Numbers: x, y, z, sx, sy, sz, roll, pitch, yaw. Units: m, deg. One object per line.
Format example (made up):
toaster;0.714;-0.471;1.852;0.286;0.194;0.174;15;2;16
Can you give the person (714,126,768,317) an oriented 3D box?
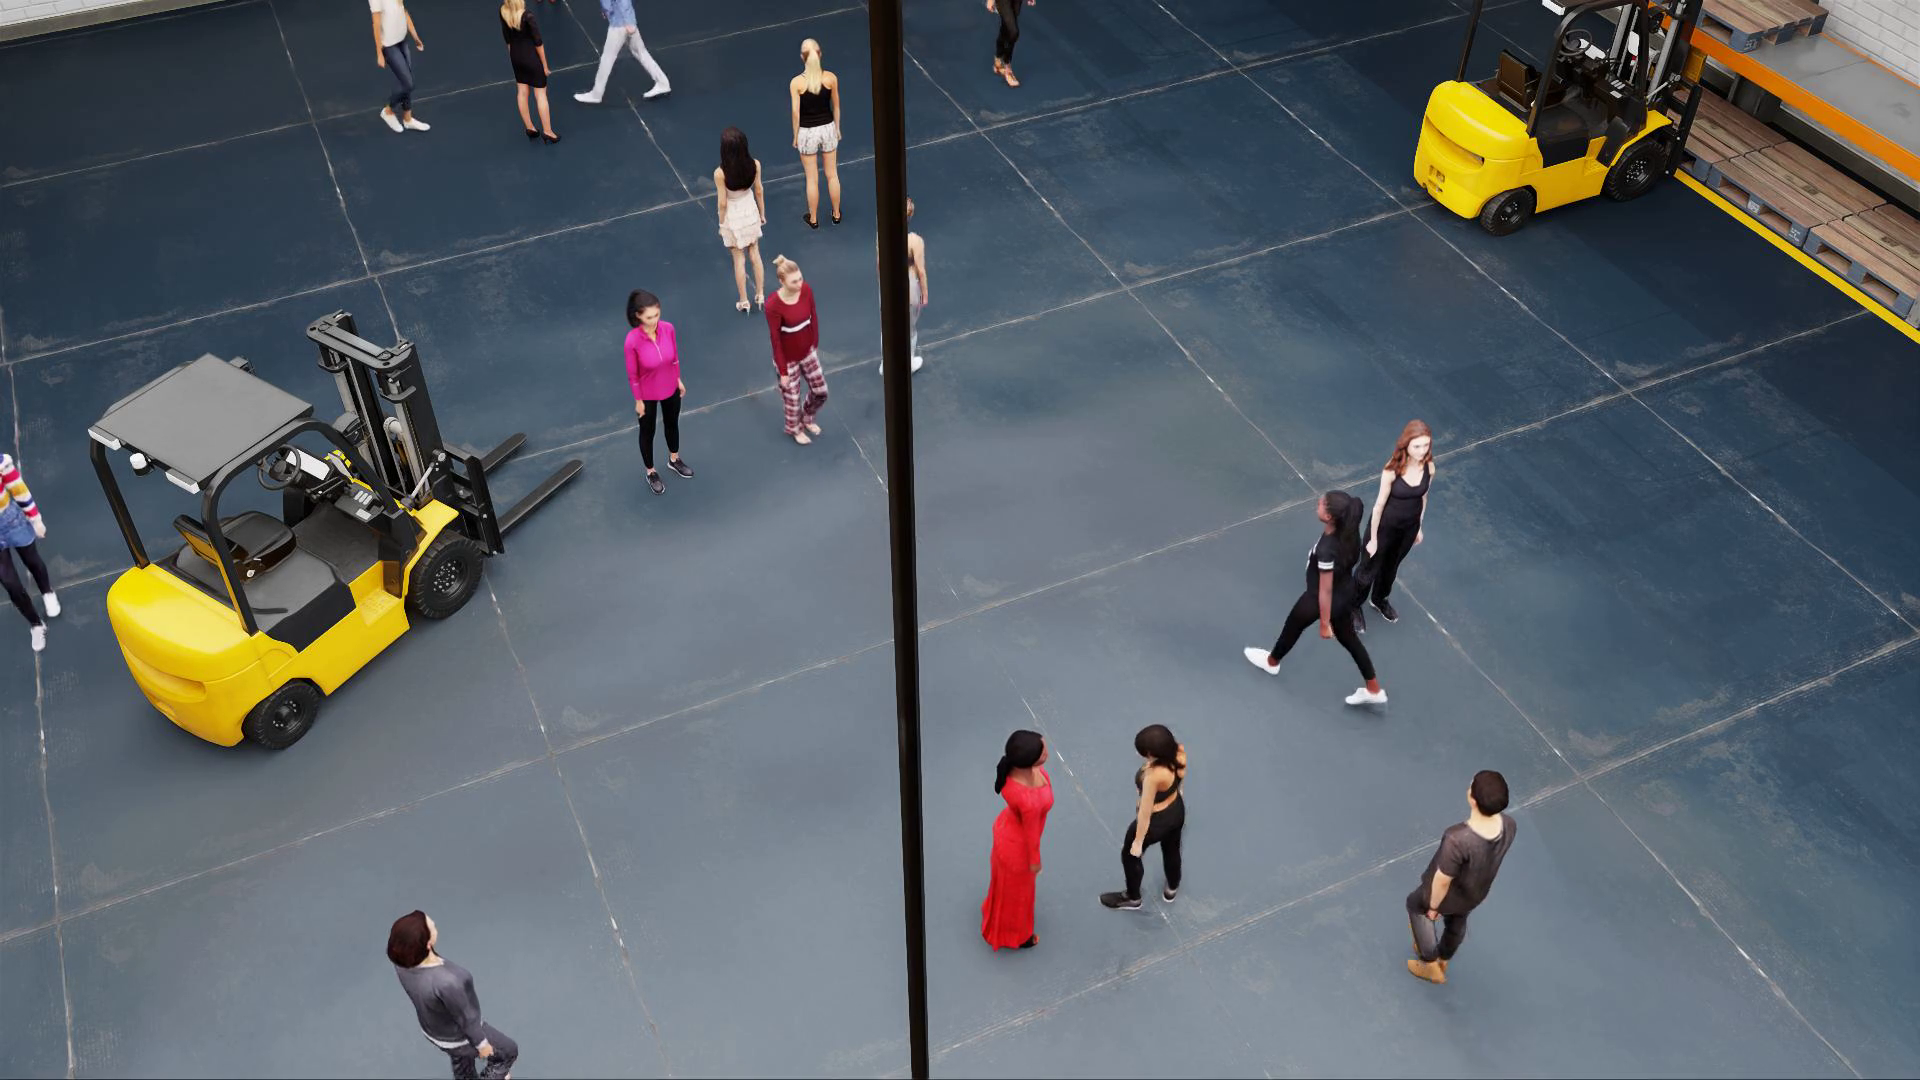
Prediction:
person;-1.815;-2.641;13.817;0.594;1.736;0.540;-22;48;-21

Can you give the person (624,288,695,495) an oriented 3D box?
person;-2.243;-1.115;12.249;0.638;1.700;0.637;-29;51;-27

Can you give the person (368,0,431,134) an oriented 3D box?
person;-5.528;-4.746;15.984;0.855;1.795;0.799;9;44;10

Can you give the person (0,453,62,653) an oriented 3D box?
person;-6.435;-0.148;11.165;0.648;1.784;0.822;-18;47;-18

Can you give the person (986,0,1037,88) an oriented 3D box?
person;0.421;-5.518;16.784;0.755;1.809;0.791;-33;53;-30

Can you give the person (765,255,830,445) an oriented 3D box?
person;-1.303;-1.440;12.590;0.698;1.689;0.696;-31;52;-28

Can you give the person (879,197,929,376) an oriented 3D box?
person;-0.496;-1.923;13.096;0.827;1.691;0.867;19;47;19

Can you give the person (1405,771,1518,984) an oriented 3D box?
person;2.756;1.913;9.059;0.647;1.705;0.632;-14;45;-14

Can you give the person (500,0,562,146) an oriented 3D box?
person;-4.135;-4.567;15.882;0.586;1.677;0.667;18;47;18

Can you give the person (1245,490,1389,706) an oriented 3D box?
person;2.432;0.423;10.639;1.307;1.684;1.077;24;49;23

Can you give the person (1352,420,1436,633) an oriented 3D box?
person;2.904;-0.116;11.159;0.601;1.747;0.547;-13;45;-14

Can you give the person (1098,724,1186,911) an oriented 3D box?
person;1.154;1.601;9.443;0.767;1.627;0.705;-29;51;-27

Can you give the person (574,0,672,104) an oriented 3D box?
person;-3.266;-5.146;16.377;0.906;1.831;1.203;-9;44;-9

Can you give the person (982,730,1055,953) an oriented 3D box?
person;0.311;1.666;9.266;0.760;1.787;0.635;-7;44;-7

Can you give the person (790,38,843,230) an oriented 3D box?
person;-1.266;-3.613;14.759;0.628;1.844;0.592;-12;45;-12

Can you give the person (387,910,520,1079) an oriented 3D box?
person;-2.599;2.502;8.398;0.774;1.764;0.843;22;48;21
